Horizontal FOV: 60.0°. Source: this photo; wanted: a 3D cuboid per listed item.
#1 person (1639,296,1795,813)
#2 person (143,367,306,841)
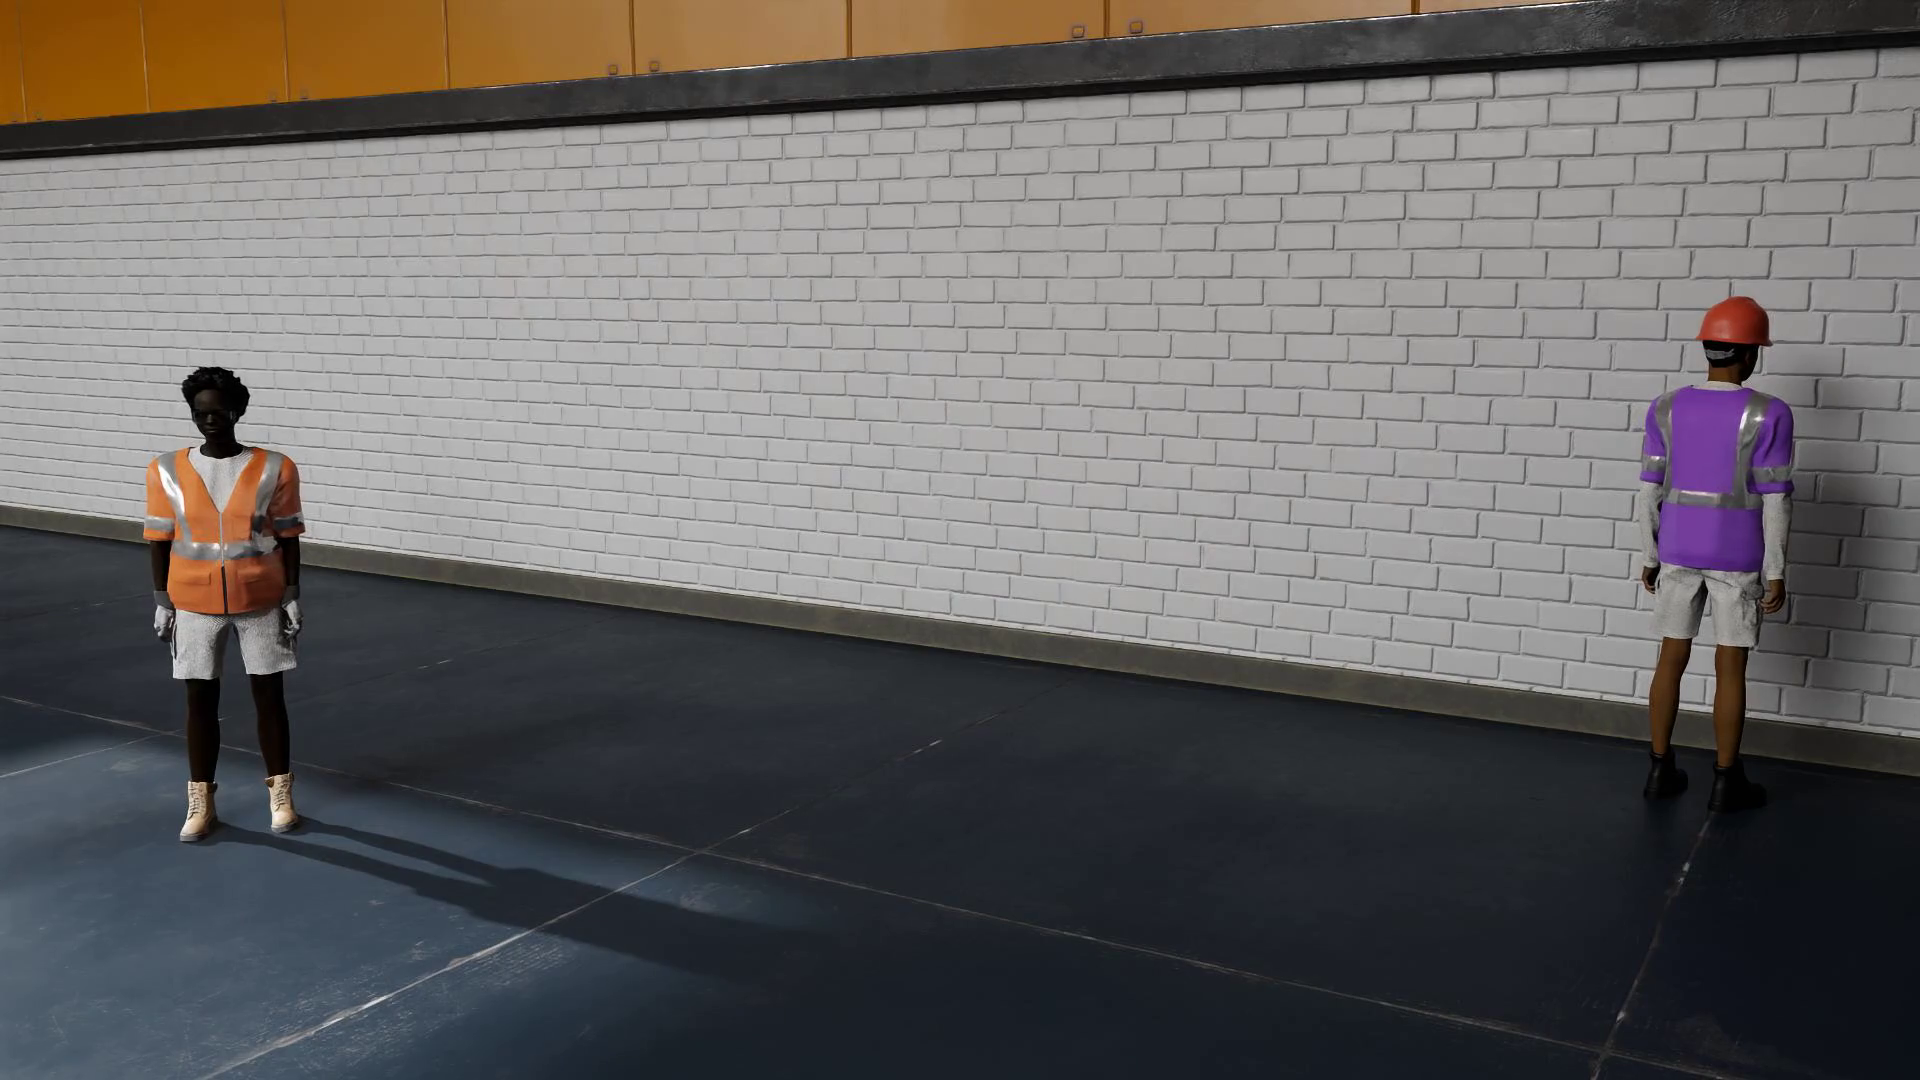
[{"bbox_3d":[2.865,0.054,6.307,0.371,1.935,0.551,-8,12,-42],"label":"person"},{"bbox_3d":[-2.624,0.227,5.976,0.535,1.697,0.318,-3,10,-19],"label":"person"}]
